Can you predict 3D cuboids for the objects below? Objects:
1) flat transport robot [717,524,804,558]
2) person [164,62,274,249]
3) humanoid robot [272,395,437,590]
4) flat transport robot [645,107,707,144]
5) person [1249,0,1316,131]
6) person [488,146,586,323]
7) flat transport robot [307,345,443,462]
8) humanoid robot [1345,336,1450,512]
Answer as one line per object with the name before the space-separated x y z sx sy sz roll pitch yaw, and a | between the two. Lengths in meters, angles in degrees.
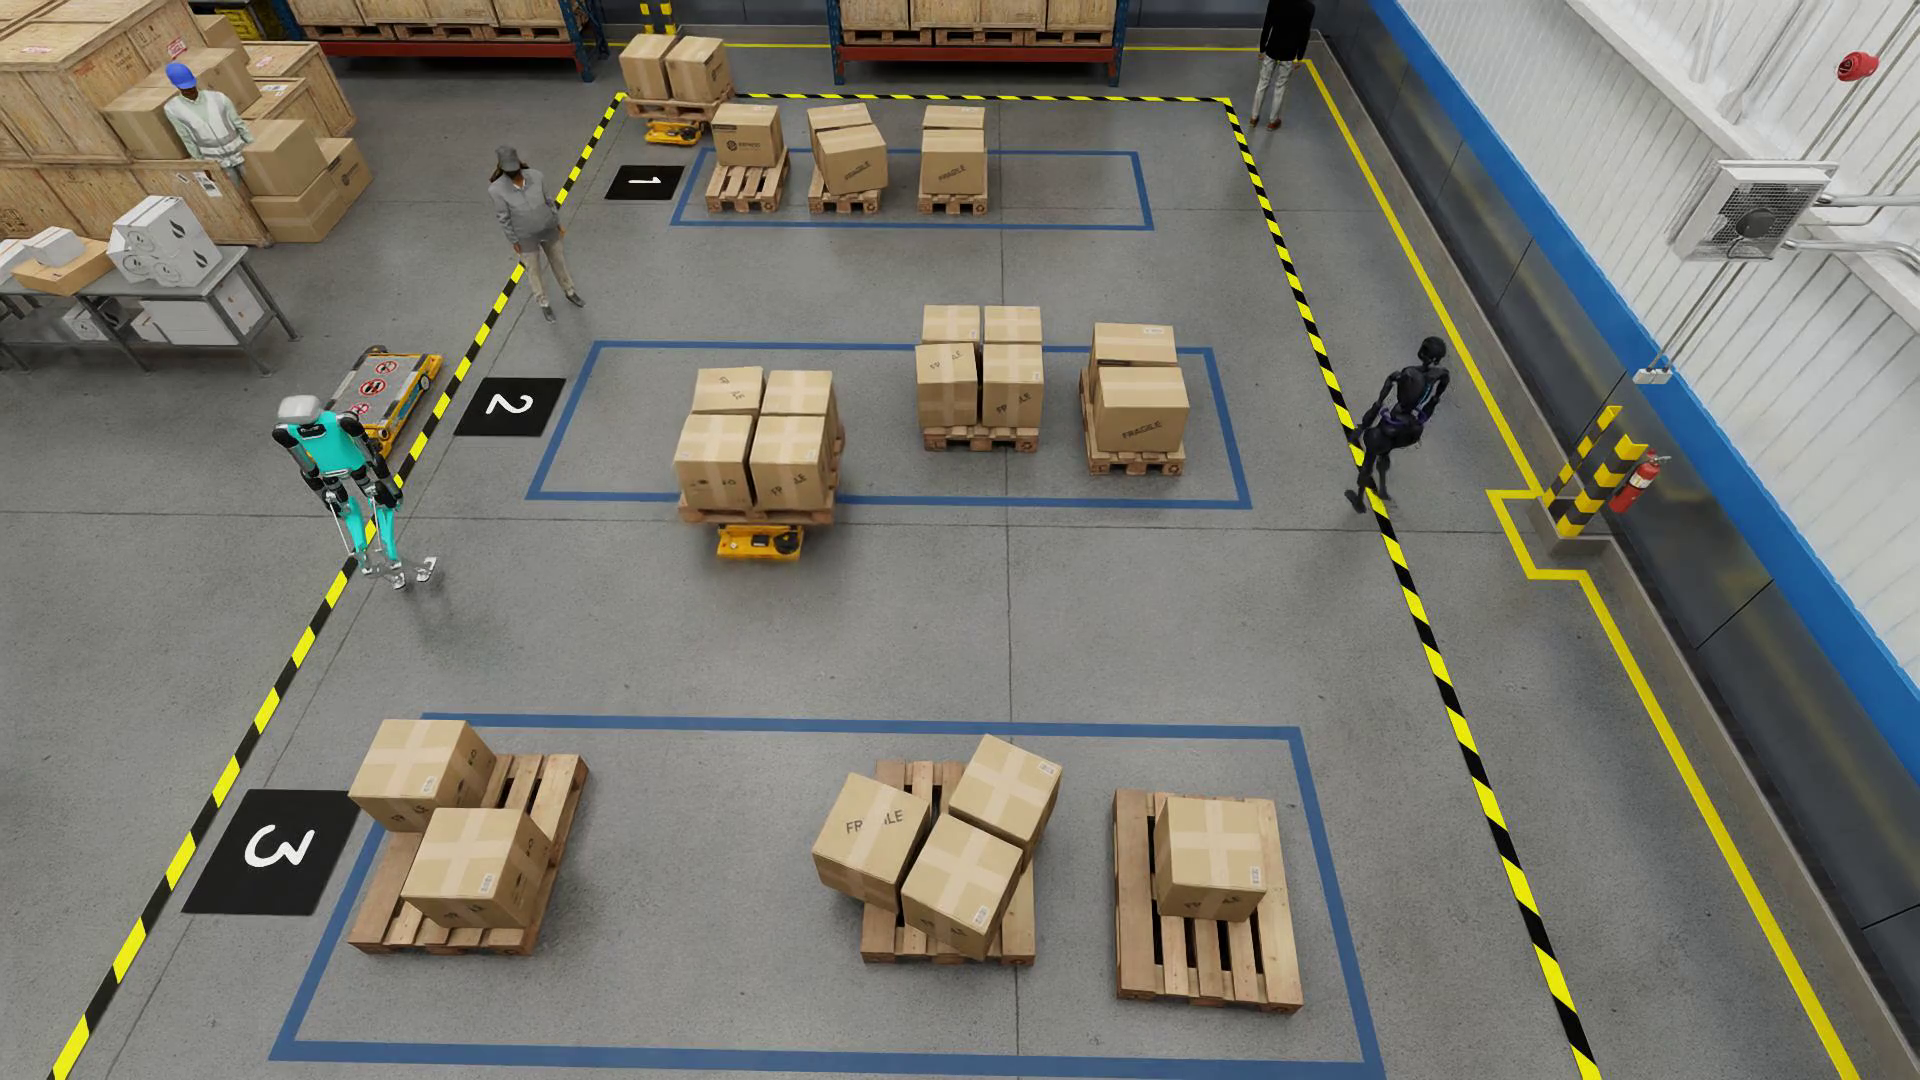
flat transport robot | -1.601 -0.453 7.732 0.652 0.197 1.431 1 50 1
person | -7.732 -4.051 9.703 0.602 1.939 0.412 -32 57 -24
humanoid robot | -4.277 -0.199 6.485 0.533 1.677 0.735 -11 51 -9
flat transport robot | -3.649 -5.691 12.164 0.652 0.197 1.431 5 50 4
person | 4.029 -6.114 11.482 0.590 1.883 0.364 24 54 19
person | -4.129 -2.989 8.916 0.564 1.763 0.403 -37 59 -27
flat transport robot | -5.383 -1.269 8.441 0.659 0.231 1.431 1 50 1
humanoid robot | 3.396 -0.892 7.201 0.609 1.648 0.343 -8 50 -6
